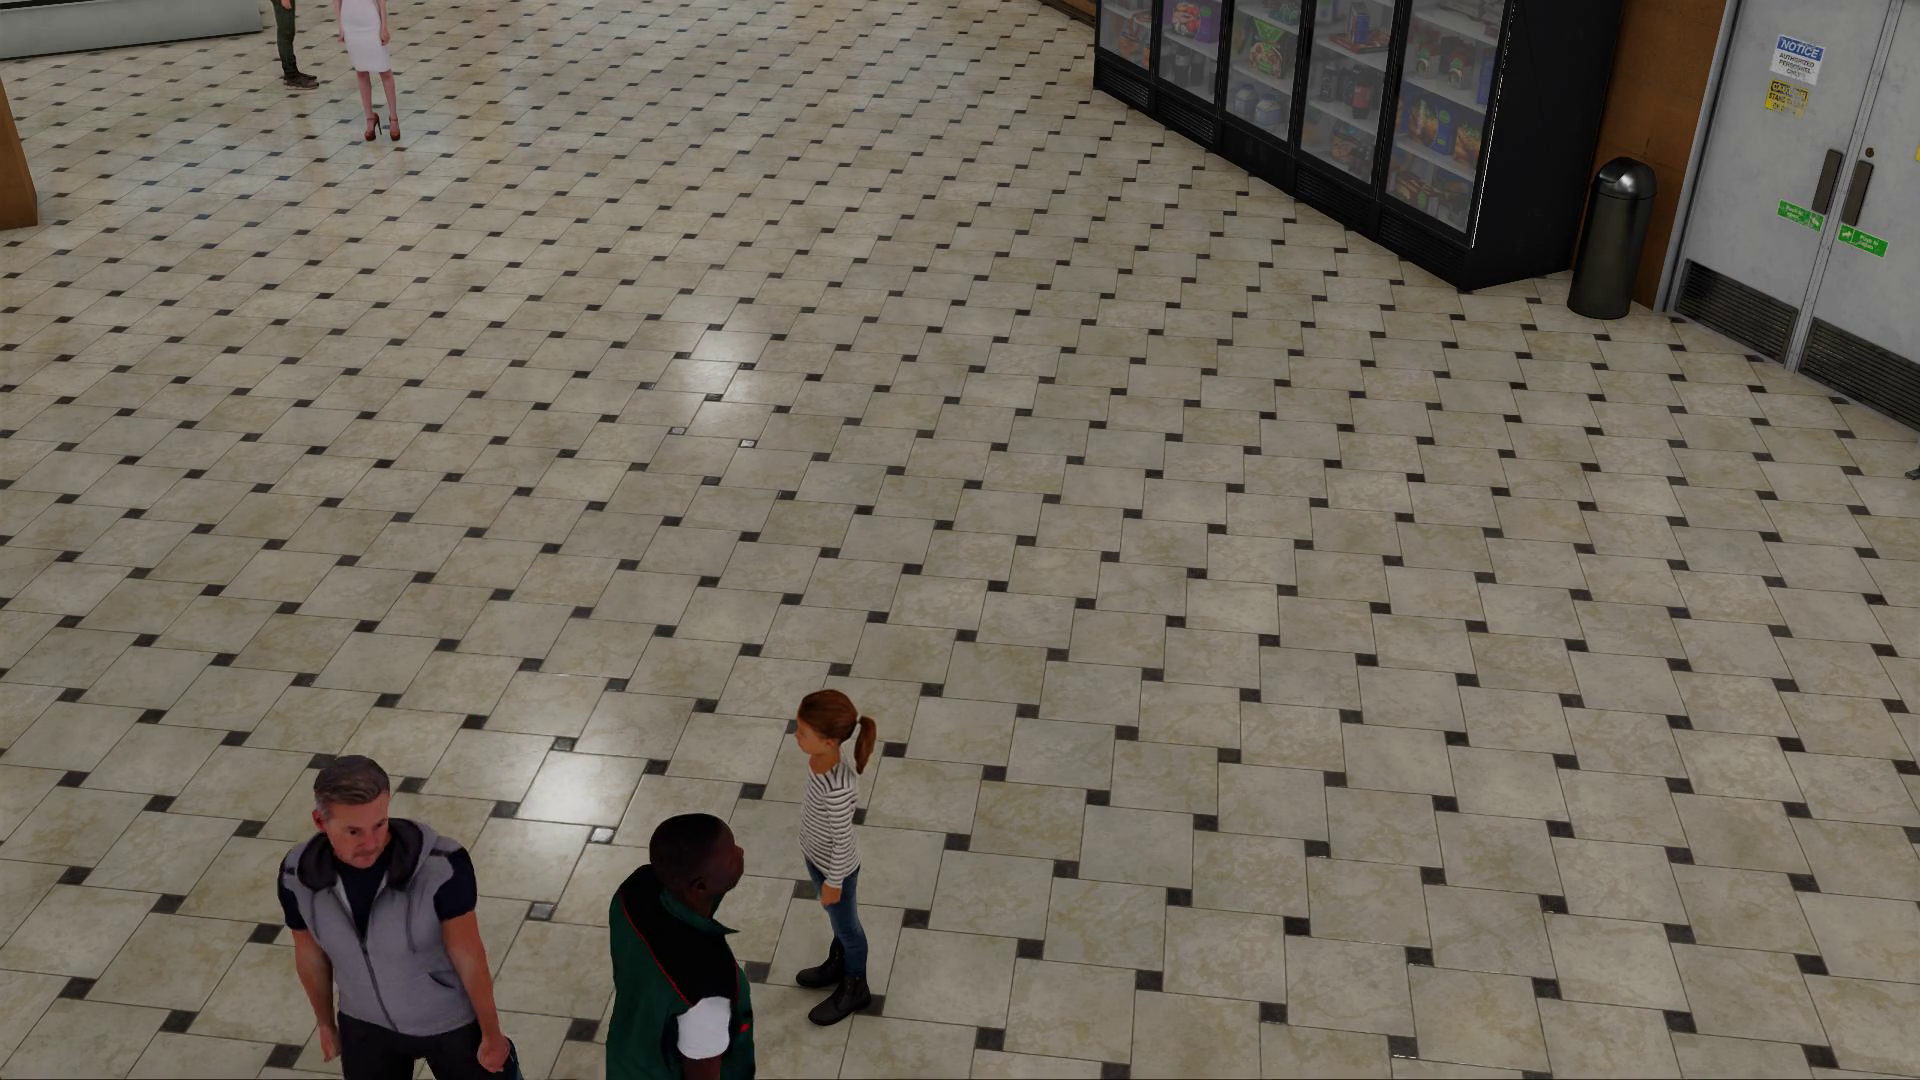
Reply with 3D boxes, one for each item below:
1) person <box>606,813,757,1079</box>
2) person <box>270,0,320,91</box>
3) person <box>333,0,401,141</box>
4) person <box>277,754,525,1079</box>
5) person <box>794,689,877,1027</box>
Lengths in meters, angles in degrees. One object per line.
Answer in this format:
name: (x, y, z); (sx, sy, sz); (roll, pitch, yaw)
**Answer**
person: (-0.791, 1.473, 4.310); (0.935, 1.813, 0.773); (-21, 38, -30)
person: (-5.951, -4.803, 14.547); (0.546, 1.654, 0.596); (-11, 34, -17)
person: (-4.731, -4.078, 13.243); (0.553, 1.801, 0.690); (0, 32, 1)
person: (-1.485, 1.271, 4.643); (1.116, 1.804, 1.059); (3, 32, 5)
person: (-0.413, 1.038, 5.480); (0.514, 1.316, 0.486); (-10, 33, -16)
